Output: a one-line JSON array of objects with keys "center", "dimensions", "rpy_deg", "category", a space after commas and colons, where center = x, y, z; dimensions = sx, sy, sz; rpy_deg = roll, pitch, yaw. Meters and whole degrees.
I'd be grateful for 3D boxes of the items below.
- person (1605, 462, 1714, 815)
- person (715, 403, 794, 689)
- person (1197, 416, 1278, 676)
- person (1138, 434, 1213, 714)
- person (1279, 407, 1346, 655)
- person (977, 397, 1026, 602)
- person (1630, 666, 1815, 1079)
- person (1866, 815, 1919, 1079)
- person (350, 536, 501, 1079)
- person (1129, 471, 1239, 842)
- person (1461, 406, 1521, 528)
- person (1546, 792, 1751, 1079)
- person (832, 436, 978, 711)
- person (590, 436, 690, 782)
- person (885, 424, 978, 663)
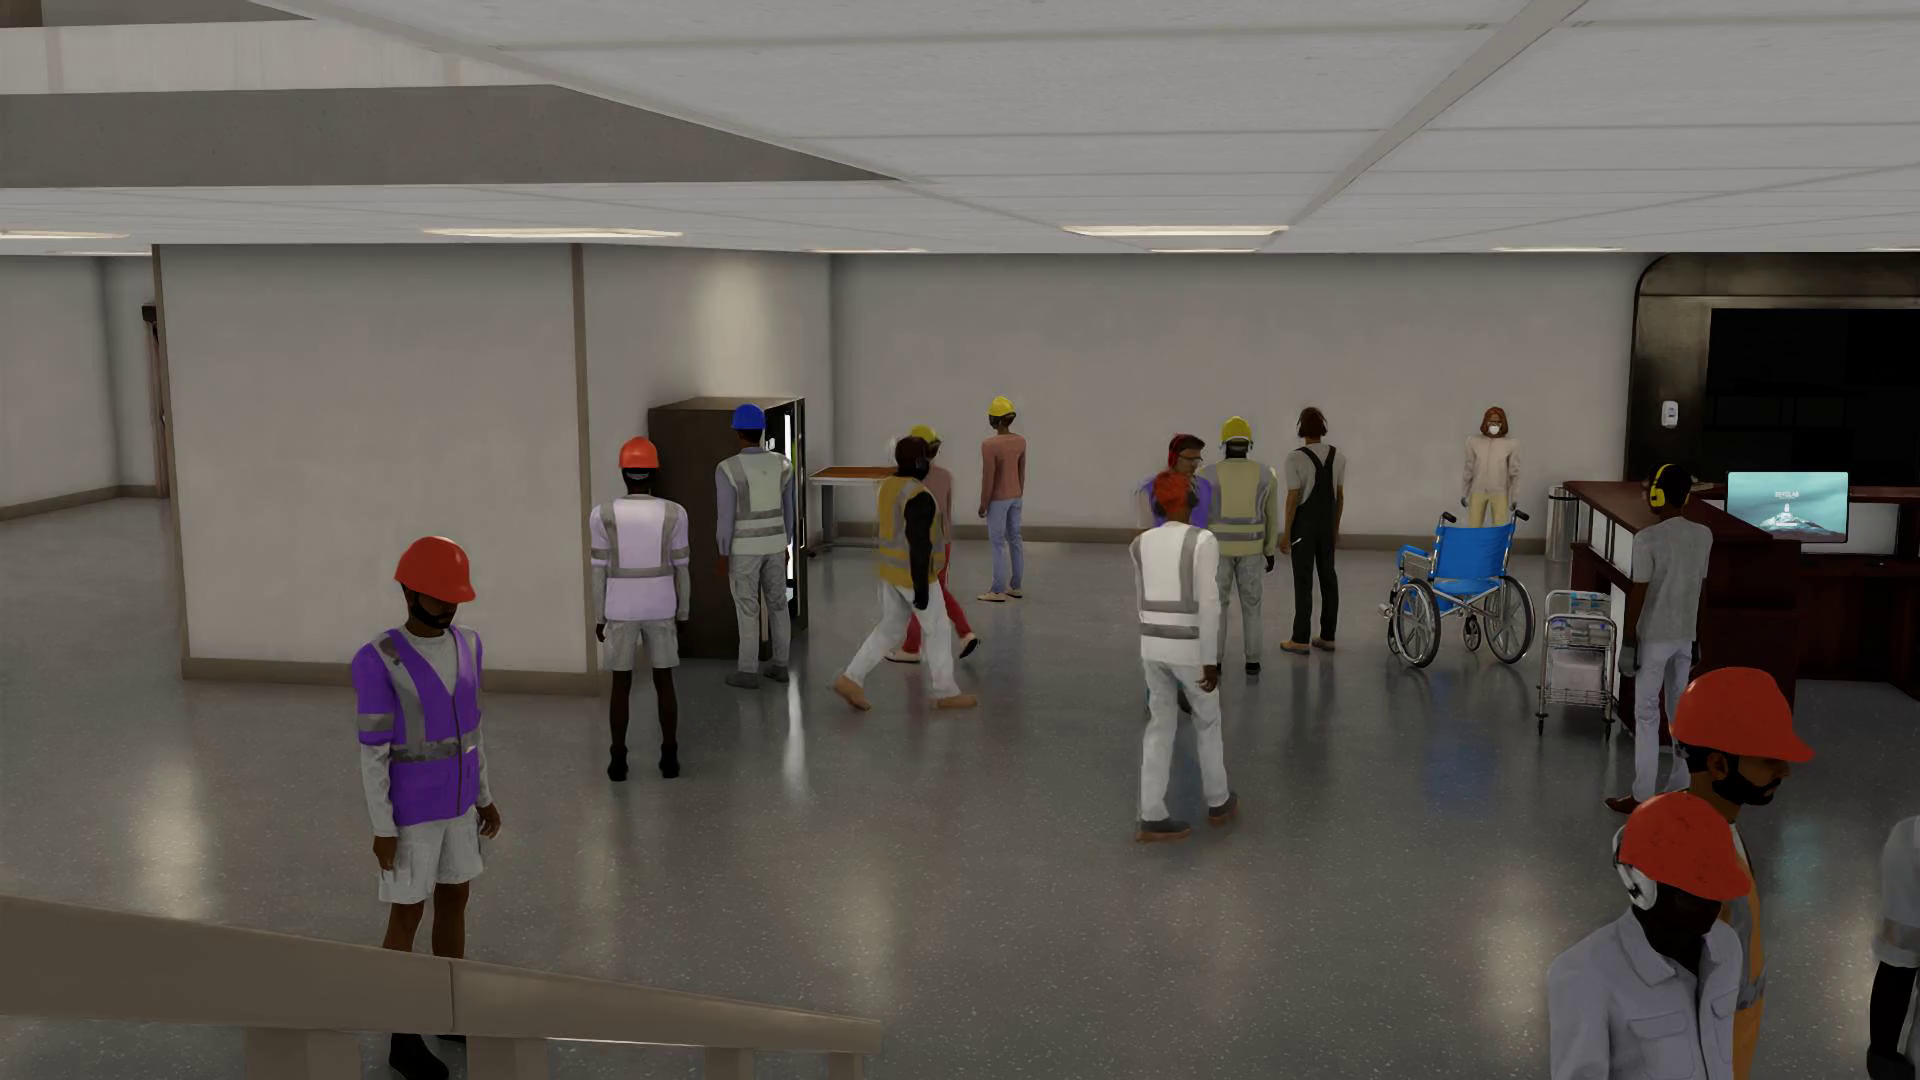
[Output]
[{"center": [3.653, 0.527, 8.655], "dimensions": [0.508, 1.862, 0.326], "rpy_deg": [-4, 10, -21], "category": "person"}, {"center": [-1.407, 0.043, 11.357], "dimensions": [0.605, 1.948, 0.404], "rpy_deg": [-8, 12, -40], "category": "person"}, {"center": [1.927, 0.047, 11.699], "dimensions": [0.603, 1.828, 0.404], "rpy_deg": [0, 9, -1], "category": "person"}, {"center": [1.374, 0.235, 10.563], "dimensions": [0.604, 1.819, 0.502], "rpy_deg": [-5, 11, -30], "category": "person"}, {"center": [2.610, -0.066, 12.354], "dimensions": [0.507, 1.842, 0.351], "rpy_deg": [-3, 10, -20], "category": "person"}, {"center": [0.358, -0.349, 14.334], "dimensions": [0.309, 1.772, 0.525], "rpy_deg": [8, 12, 42], "category": "person"}, {"center": [1.771, 1.245, 3.979], "dimensions": [0.376, 1.935, 0.550], "rpy_deg": [4, 10, 22], "category": "person"}, {"center": [2.411, 1.264, 3.824], "dimensions": [0.610, 1.954, 0.387], "rpy_deg": [6, 11, 31], "category": "person"}, {"center": [-1.857, 0.937, 5.912], "dimensions": [0.374, 1.928, 0.543], "rpy_deg": [5, 11, 29], "category": "person"}, {"center": [1.152, 0.572, 8.449], "dimensions": [0.658, 1.830, 0.811], "rpy_deg": [9, 13, 43], "category": "person"}, {"center": [4.819, -0.403, 15.114], "dimensions": [0.504, 1.628, 0.283], "rpy_deg": [5, 10, 27], "category": "person"}, {"center": [1.513, 1.393, 3.635], "dimensions": [0.572, 1.749, 0.341], "rpy_deg": [-6, 11, -31], "category": "person"}, {"center": [-0.375, 0.227, 10.704], "dimensions": [0.901, 1.805, 0.629], "rpy_deg": [-4, 10, -23], "category": "person"}, {"center": [-1.788, 0.384, 9.341], "dimensions": [0.545, 1.928, 0.404], "rpy_deg": [-2, 9, -13], "category": "person"}, {"center": [-0.223, 0.037, 11.987], "dimensions": [0.603, 1.747, 0.546], "rpy_deg": [6, 11, 32], "category": "person"}]
